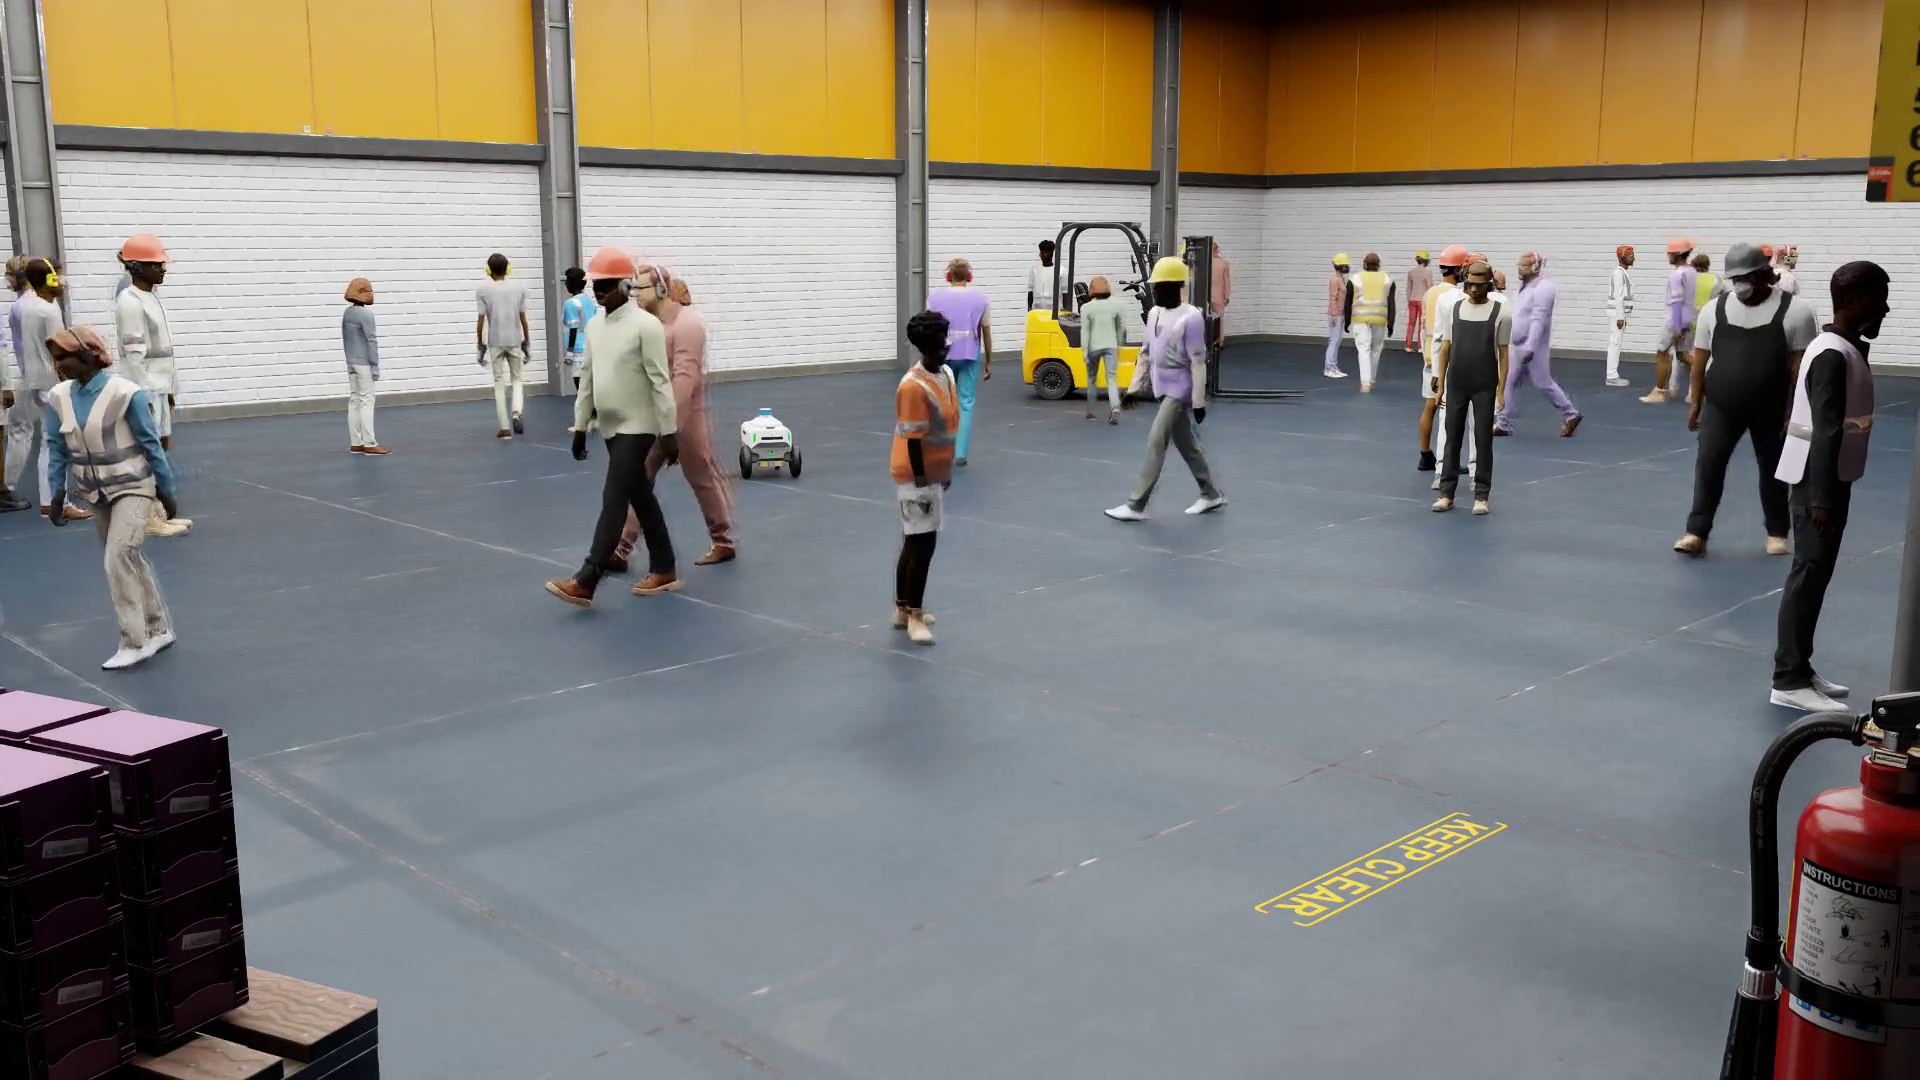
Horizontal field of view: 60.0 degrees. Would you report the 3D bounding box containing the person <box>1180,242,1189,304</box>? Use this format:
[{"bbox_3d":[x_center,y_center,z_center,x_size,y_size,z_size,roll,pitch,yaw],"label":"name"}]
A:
[{"bbox_3d":[3.650,-3.794,26.573,0.384,1.921,0.629,-9,14,-42],"label":"person"}]

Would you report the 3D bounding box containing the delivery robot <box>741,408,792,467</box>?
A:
[{"bbox_3d":[-1.647,-0.874,14.109,0.477,0.478,0.707,-3,11,-15],"label":"delivery robot"}]

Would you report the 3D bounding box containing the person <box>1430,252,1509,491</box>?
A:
[{"bbox_3d":[4.025,-1.326,13.195,0.572,1.887,0.354,3,11,17],"label":"person"}]

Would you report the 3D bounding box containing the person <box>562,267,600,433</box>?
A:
[{"bbox_3d":[-3.890,-1.939,17.058,0.321,1.695,0.537,2,11,13],"label":"person"}]

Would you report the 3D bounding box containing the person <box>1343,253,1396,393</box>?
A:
[{"bbox_3d":[5.321,-2.821,21.643,0.622,1.787,0.970,0,10,2],"label":"person"}]

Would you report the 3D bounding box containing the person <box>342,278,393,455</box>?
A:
[{"bbox_3d":[-5.522,-1.602,15.387,0.501,1.633,0.283,10,14,42],"label":"person"}]

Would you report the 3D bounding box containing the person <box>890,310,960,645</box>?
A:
[{"bbox_3d":[-0.204,-0.315,8.309,0.400,1.661,0.601,3,11,16],"label":"person"}]

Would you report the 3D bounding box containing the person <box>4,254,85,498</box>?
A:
[{"bbox_3d":[-7.031,-1.230,12.700,1.037,1.884,0.650,-1,10,-7],"label":"person"}]

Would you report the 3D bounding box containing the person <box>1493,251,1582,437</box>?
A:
[{"bbox_3d":[5.779,-1.955,16.665,0.937,1.878,0.631,-2,11,-12],"label":"person"}]

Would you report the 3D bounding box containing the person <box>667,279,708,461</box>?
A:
[{"bbox_3d":[-2.509,-1.520,14.938,0.499,1.636,0.286,0,10,2],"label":"person"}]

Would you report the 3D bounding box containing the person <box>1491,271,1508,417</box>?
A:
[{"bbox_3d":[6.005,-2.200,18.672,0.321,1.631,0.523,6,12,30],"label":"person"}]

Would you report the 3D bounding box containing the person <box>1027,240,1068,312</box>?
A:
[{"bbox_3d":[1.198,-3.152,22.953,0.600,1.958,0.377,4,11,20],"label":"person"}]

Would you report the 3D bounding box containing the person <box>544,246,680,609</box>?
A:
[{"bbox_3d":[-1.936,-0.608,9.082,0.656,1.948,0.999,10,14,44],"label":"person"}]

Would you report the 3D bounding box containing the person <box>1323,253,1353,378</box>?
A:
[{"bbox_3d":[5.422,-3.190,23.725,0.342,1.765,0.542,6,12,28],"label":"person"}]

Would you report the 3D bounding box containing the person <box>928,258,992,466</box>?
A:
[{"bbox_3d":[0.004,-1.587,14.788,0.577,1.814,0.722,0,10,1],"label":"person"}]

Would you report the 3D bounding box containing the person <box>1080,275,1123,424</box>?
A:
[{"bbox_3d":[1.544,-2.064,18.007,0.493,1.604,0.806,-1,10,-6],"label":"person"}]

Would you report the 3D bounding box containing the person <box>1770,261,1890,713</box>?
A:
[{"bbox_3d":[3.705,-0.230,7.139,0.371,1.915,0.597,6,12,30],"label":"person"}]

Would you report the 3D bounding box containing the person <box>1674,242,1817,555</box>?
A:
[{"bbox_3d":[4.938,-0.898,10.440,0.708,2.000,0.826,7,12,32],"label":"person"}]

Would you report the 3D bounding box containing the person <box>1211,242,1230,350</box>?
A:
[{"bbox_3d":[4.466,-4.321,29.464,0.641,1.912,0.410,3,11,15],"label":"person"}]

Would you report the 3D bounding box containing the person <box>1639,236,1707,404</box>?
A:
[{"bbox_3d":[8.641,-2.603,19.815,0.608,2.020,0.875,-10,14,-43],"label":"person"}]

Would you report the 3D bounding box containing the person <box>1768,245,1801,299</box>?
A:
[{"bbox_3d":[9.784,-2.549,19.814,0.409,1.909,0.640,1,10,3],"label":"person"}]

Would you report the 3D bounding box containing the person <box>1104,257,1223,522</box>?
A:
[{"bbox_3d":[1.515,-1.072,11.860,1.014,1.877,0.605,-4,11,-20],"label":"person"}]

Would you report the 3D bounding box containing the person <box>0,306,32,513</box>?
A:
[{"bbox_3d":[-7.155,-1.160,12.158,0.549,1.933,0.373,3,11,14],"label":"person"}]

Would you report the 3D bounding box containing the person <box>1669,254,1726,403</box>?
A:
[{"bbox_3d":[8.988,-2.593,20.380,0.628,1.783,0.971,3,11,17],"label":"person"}]

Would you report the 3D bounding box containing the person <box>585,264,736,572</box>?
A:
[{"bbox_3d":[-1.774,-0.725,10.020,0.646,1.853,0.989,9,14,40],"label":"person"}]

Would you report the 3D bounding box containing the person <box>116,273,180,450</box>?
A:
[{"bbox_3d":[-7.582,-1.779,15.531,0.639,1.928,0.432,9,14,41],"label":"person"}]

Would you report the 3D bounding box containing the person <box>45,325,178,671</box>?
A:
[{"bbox_3d":[-3.961,-0.194,7.770,0.532,1.607,0.667,3,11,17],"label":"person"}]

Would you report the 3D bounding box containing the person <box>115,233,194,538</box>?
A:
[{"bbox_3d":[-5.410,-1.024,11.165,0.392,2.038,0.606,-2,11,-12],"label":"person"}]

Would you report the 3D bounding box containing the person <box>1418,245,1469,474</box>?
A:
[{"bbox_3d":[4.150,-1.532,14.176,0.377,1.938,0.547,-4,11,-20],"label":"person"}]

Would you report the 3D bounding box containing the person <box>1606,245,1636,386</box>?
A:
[{"bbox_3d":[8.929,-3.026,22.478,0.355,1.883,0.575,4,11,22],"label":"person"}]

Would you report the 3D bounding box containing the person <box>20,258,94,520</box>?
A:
[{"bbox_3d":[-6.462,-1.059,11.842,0.562,1.854,0.323,9,14,42],"label":"person"}]

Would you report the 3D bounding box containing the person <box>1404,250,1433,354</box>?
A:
[{"bbox_3d":[7.872,-4.063,28.542,0.405,1.775,0.553,-7,13,-35],"label":"person"}]

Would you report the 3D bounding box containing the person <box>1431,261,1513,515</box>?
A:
[{"bbox_3d":[3.724,-1.102,12.102,0.506,1.840,0.343,6,12,28],"label":"person"}]

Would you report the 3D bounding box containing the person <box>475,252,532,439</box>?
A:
[{"bbox_3d":[-4.544,-1.925,16.564,0.548,1.846,0.425,-5,11,-24],"label":"person"}]

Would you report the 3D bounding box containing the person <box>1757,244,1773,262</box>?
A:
[{"bbox_3d":[11.287,-3.170,23.205,0.814,1.912,0.551,3,11,18],"label":"person"}]

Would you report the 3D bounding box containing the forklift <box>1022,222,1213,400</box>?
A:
[{"bbox_3d":[1.935,-2.847,20.651,2.313,2.155,1.214,2,11,13],"label":"forklift"}]
